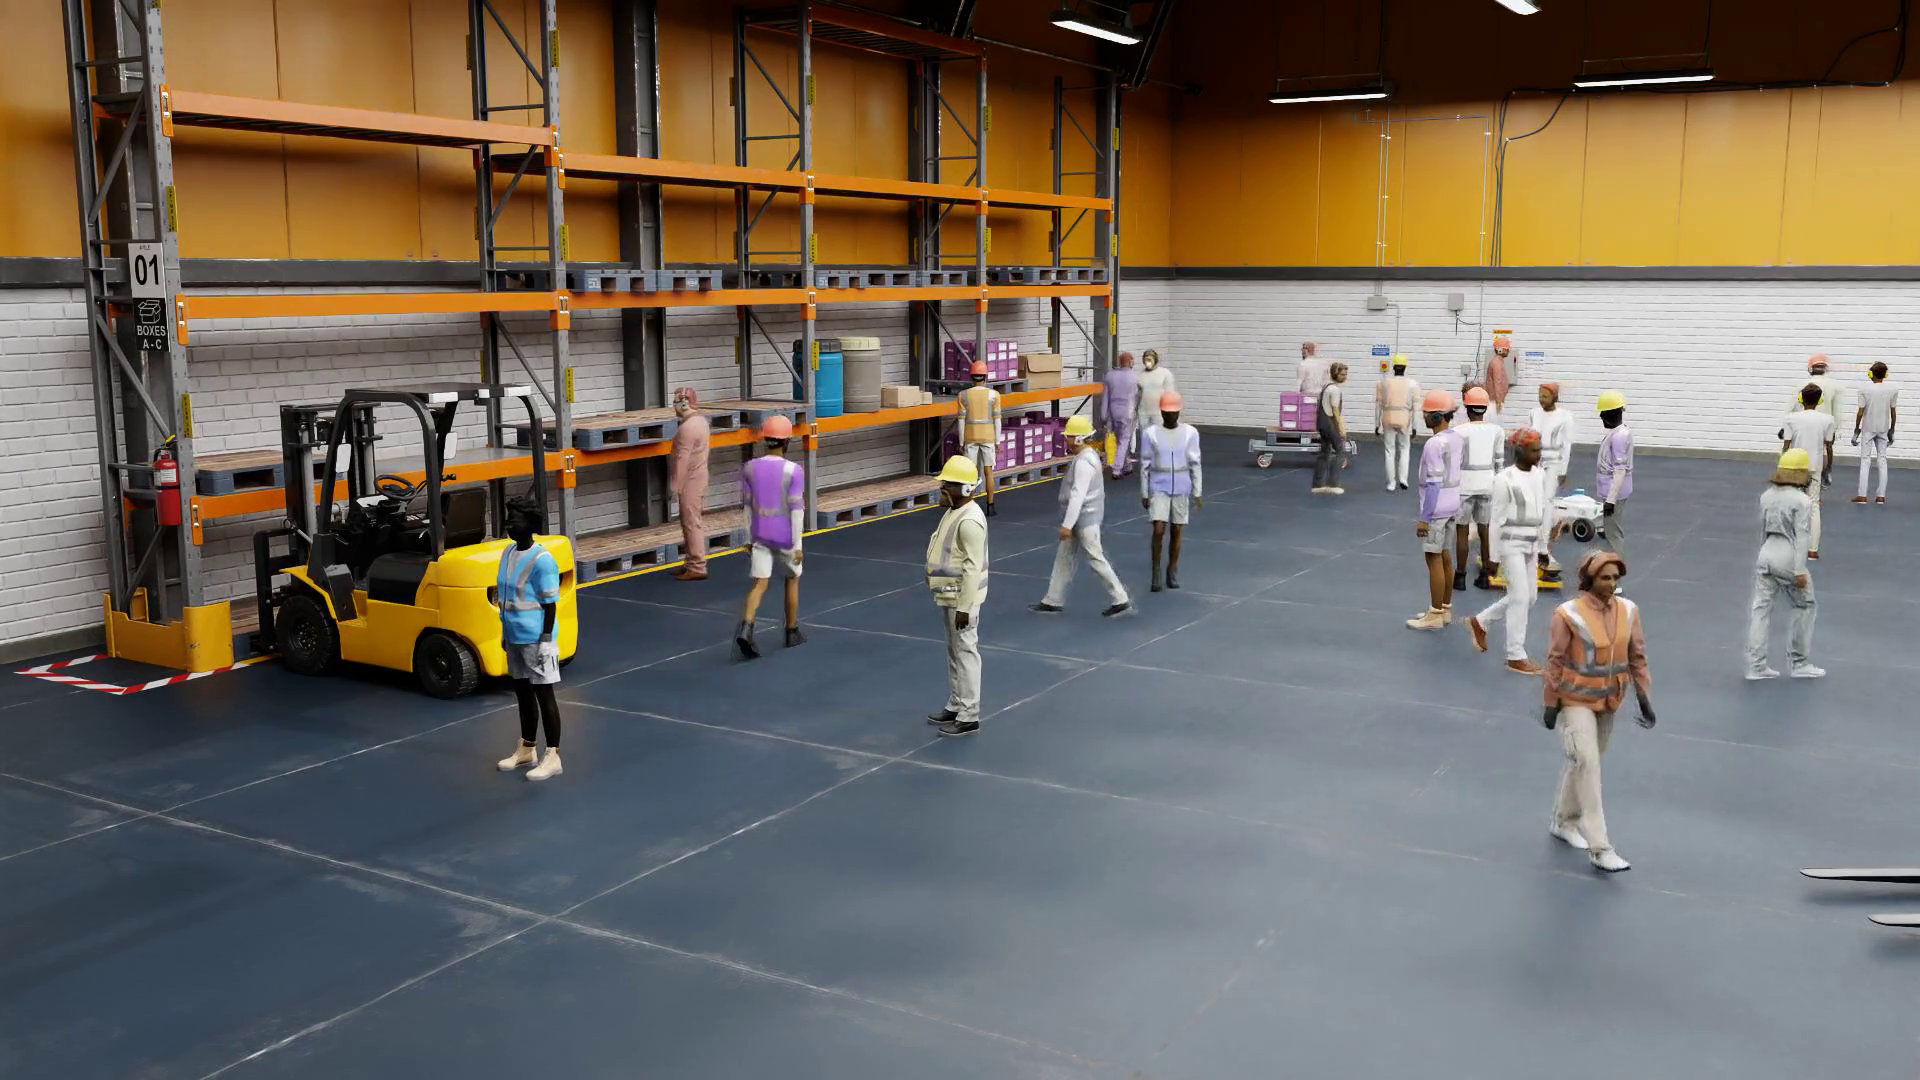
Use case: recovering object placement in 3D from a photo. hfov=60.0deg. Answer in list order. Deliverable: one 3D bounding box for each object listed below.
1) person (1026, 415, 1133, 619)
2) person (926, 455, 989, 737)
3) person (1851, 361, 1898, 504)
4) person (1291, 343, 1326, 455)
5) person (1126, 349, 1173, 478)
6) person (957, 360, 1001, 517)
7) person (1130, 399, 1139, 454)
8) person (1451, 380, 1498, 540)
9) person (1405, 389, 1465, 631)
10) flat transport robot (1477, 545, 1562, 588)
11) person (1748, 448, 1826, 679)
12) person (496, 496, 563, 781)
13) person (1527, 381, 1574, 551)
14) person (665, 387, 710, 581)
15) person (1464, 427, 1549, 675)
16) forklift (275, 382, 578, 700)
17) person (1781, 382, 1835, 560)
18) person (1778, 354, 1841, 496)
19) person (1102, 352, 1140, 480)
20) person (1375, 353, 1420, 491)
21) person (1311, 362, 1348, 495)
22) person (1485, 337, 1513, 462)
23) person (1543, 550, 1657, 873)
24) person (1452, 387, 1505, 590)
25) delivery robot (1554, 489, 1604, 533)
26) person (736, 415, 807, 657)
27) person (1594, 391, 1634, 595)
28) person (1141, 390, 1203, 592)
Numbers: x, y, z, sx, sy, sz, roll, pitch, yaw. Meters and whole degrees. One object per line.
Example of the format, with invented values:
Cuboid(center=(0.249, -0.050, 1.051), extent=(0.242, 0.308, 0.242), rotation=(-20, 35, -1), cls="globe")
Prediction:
Cuboid(center=(1.083, -0.197, 14.507), extent=(0.920, 1.792, 0.593), rotation=(0, 9, 2), cls="person")
Cuboid(center=(-0.022, 0.360, 10.862), extent=(0.404, 1.837, 0.590), rotation=(-2, 9, -12), cls="person")
Cuboid(center=(11.957, -1.404, 21.767), extent=(0.518, 1.874, 0.328), rotation=(2, 9, 10), cls="person")
Cuboid(center=(5.754, -2.357, 27.758), extent=(0.998, 1.851, 0.644), rotation=(8, 12, 41), cls="person")
Cuboid(center=(2.707, -1.781, 23.977), extent=(0.666, 1.914, 0.780), rotation=(4, 10, 23), cls="person")
Cuboid(center=(0.240, -1.250, 20.596), extent=(0.544, 1.938, 0.355), rotation=(0, 9, 1), cls="person")
Cuboid(center=(2.754, -2.248, 27.753), extent=(0.514, 1.641, 0.309), rotation=(-2, 9, -10), cls="person")
Cuboid(center=(5.741, -0.890, 18.748), extent=(0.447, 1.818, 0.624), rotation=(-6, 11, -34), cls="person")
Cuboid(center=(4.012, -0.252, 14.035), extent=(0.369, 2.046, 0.606), rotation=(6, 11, 34), cls="person")
Cuboid(center=(5.511, 0.250, 16.420), extent=(0.652, 0.197, 1.431), rotation=(2, 9, 12), cls="flat transport robot")
Cuboid(center=(6.168, 0.180, 12.311), extent=(0.684, 1.716, 0.513), rotation=(-3, 10, -18), cls="person")
Cuboid(center=(-2.583, 0.577, 9.934), extent=(0.540, 1.700, 0.316), rotation=(9, 13, 44), cls="person")
Cuboid(center=(6.422, -0.802, 18.061), extent=(0.647, 1.868, 0.576), rotation=(-6, 11, -32), cls="person")
Cuboid(center=(-2.664, -0.548, 16.323), extent=(0.411, 1.905, 0.674), rotation=(0, 9, -2), cls="person")
Cuboid(center=(4.168, 0.062, 12.644), extent=(0.582, 1.866, 0.693), rotation=(-8, 12, -40), cls="person")
Cuboid(center=(-3.974, -0.067, 12.417), extent=(2.313, 2.155, 1.214), rotation=(5, 11, 30), cls="forklift")
Cuboid(center=(8.887, -0.719, 17.494), extent=(0.531, 1.870, 0.318), rotation=(3, 9, 16), cls="person")
Cuboid(center=(11.155, -1.462, 21.888), extent=(0.634, 1.937, 0.933), rotation=(0, 9, -3), cls="person")
Cuboid(center=(2.464, -1.830, 24.473), extent=(0.674, 1.849, 1.005), rotation=(6, 11, 32), cls="person")
Cuboid(center=(6.053, -1.631, 23.076), extent=(0.588, 1.909, 0.516), rotation=(2, 9, 14), cls="person")
Cuboid(center=(5.028, -1.497, 22.531), extent=(0.504, 1.815, 0.542), rotation=(0, 9, 2), cls="person")
Cuboid(center=(8.633, -2.255, 26.692), extent=(0.396, 1.992, 0.623), rotation=(2, 9, 12), cls="person")
Cuboid(center=(3.283, 0.866, 8.440), extent=(0.518, 1.606, 0.801), rotation=(-3, 10, -21), cls="person")
Cuboid(center=(4.876, -0.485, 15.823), extent=(0.552, 1.937, 0.356), rotation=(-1, 9, -9), cls="person")
Cuboid(center=(7.033, -0.336, 18.907), extent=(0.477, 0.478, 0.707), rotation=(-6, 11, -32), cls="delivery robot")
Cuboid(center=(-1.486, -0.034, 13.120), extent=(0.552, 1.908, 0.890), rotation=(3, 10, 20), cls="person")
Cuboid(center=(6.106, -0.441, 15.614), extent=(0.380, 1.917, 0.585), rotation=(3, 10, 19), cls="person")
Cuboid(center=(2.008, -0.455, 15.730), extent=(0.567, 1.912, 0.702), rotation=(0, 9, -2), cls="person")
